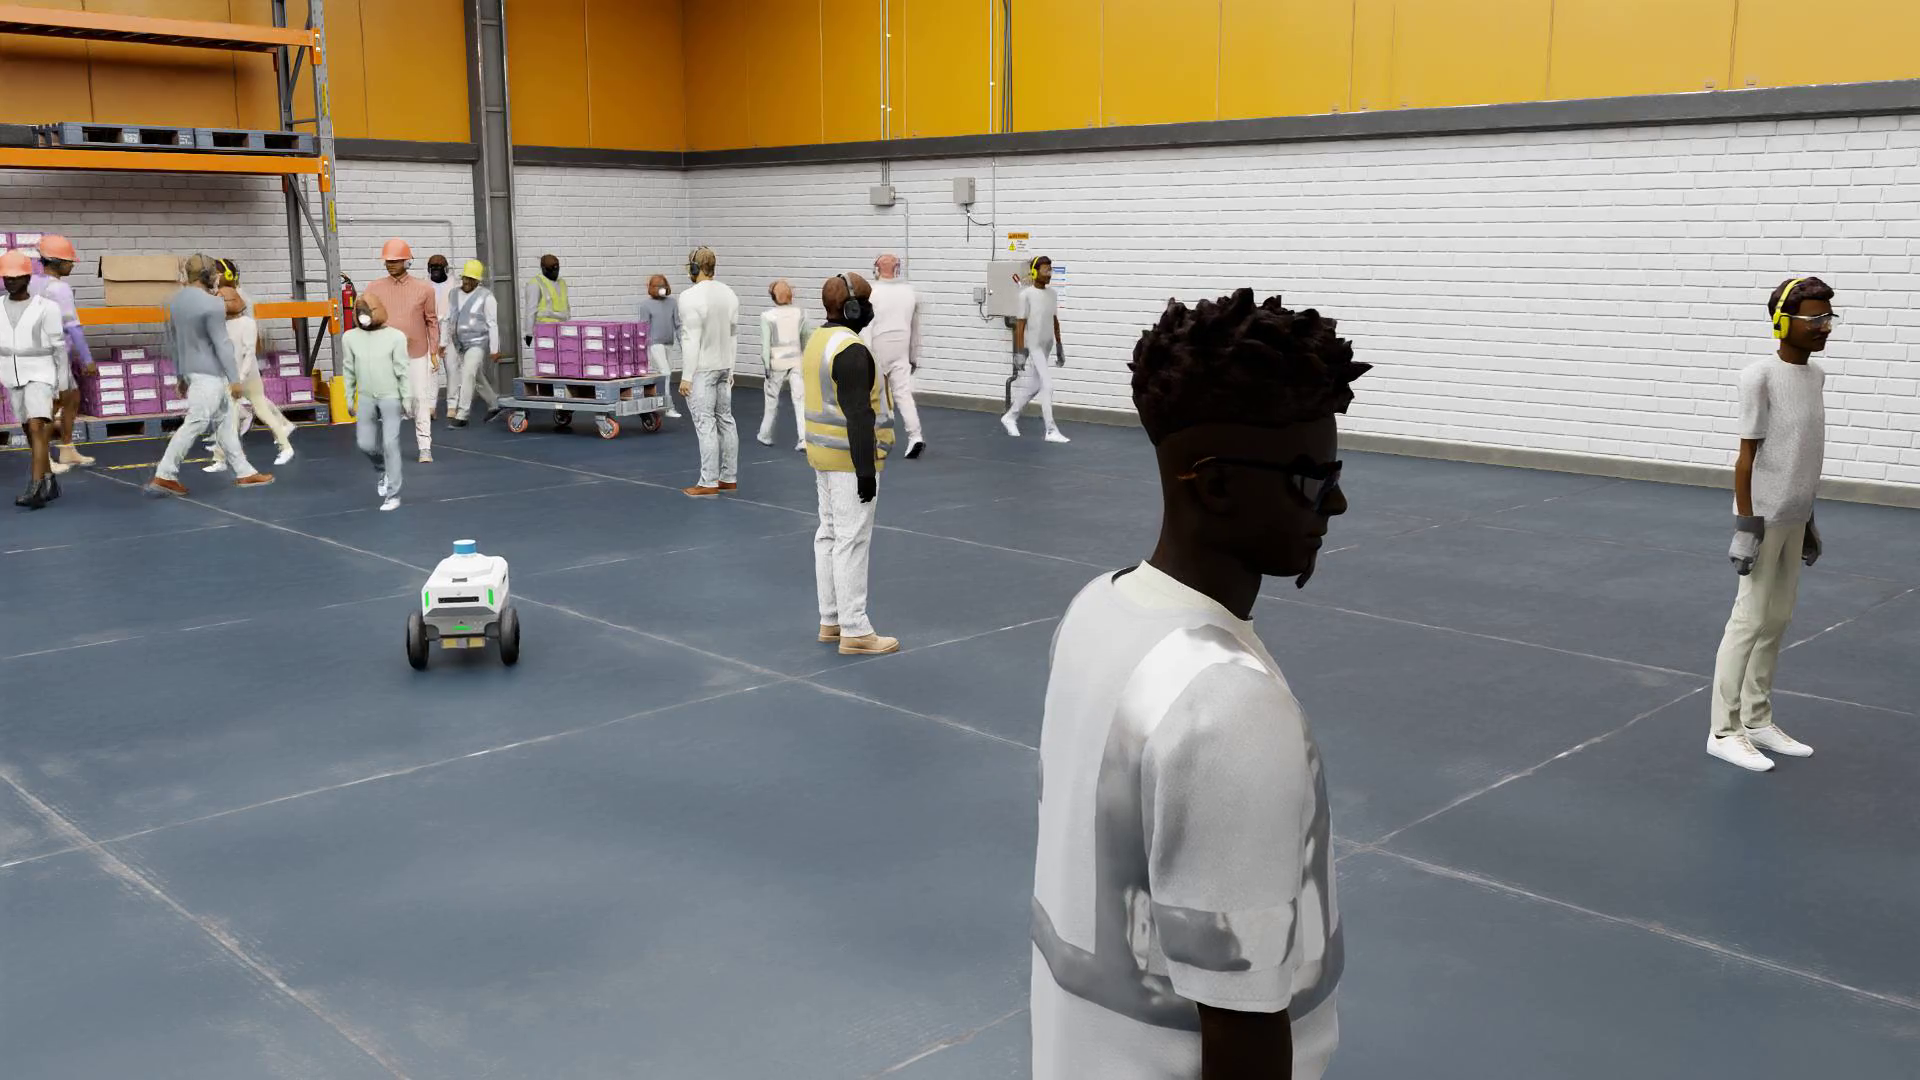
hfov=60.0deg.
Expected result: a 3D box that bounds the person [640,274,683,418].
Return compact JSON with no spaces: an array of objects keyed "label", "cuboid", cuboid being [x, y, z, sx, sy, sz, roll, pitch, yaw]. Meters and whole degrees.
[{"label":"person","cuboid":[-3.397,-2.186,18.655,0.732,1.602,0.508,8,13,39]}]

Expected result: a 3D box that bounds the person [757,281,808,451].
[{"label":"person","cuboid":[-1.661,-1.646,15.754,0.515,1.591,0.876,-5,11,-25]}]

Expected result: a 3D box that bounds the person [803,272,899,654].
[{"label":"person","cuboid":[-0.533,-0.371,8.107,0.429,1.846,0.625,-4,11,-22]}]

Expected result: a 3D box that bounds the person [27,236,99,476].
[{"label":"person","cuboid":[-7.592,-1.552,14.078,0.634,2.006,0.730,9,14,40]}]

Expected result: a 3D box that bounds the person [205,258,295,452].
[{"label":"person","cuboid":[-6.815,-1.778,15.895,0.509,1.821,0.918,9,13,39]}]

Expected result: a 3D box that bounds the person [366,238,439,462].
[{"label":"person","cuboid":[-4.956,-1.658,14.801,0.622,1.958,0.387,-2,11,-11]}]

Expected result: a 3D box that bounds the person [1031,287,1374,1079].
[{"label":"person","cuboid":[0.273,0.686,2.010,0.362,1.962,0.614,-2,11,-11]}]

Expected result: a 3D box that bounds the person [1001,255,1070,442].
[{"label":"person","cuboid":[0.752,-1.910,16.535,0.912,1.838,0.525,9,14,42]}]

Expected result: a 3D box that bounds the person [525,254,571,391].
[{"label":"person","cuboid":[-4.849,-2.463,19.672,0.711,1.822,0.658,4,11,22]}]

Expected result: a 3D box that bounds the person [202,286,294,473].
[{"label":"person","cuboid":[-6.224,-1.410,14.468,0.498,1.589,0.862,4,11,20]}]

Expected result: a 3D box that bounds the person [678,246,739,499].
[{"label":"person","cuboid":[-1.942,-1.286,12.836,0.354,1.937,0.635,6,12,28]}]

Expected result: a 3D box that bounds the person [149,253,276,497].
[{"label":"person","cuboid":[-5.939,-1.296,13.035,0.646,1.894,1.022,9,14,41]}]

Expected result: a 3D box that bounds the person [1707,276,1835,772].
[{"label":"person","cuboid":[3.132,-0.063,6.358,0.535,1.869,0.312,-8,13,-36]}]

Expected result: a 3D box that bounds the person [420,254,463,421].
[{"label":"person","cuboid":[-5.679,-2.209,18.202,0.638,1.808,0.812,-2,11,-9]}]

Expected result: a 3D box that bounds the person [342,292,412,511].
[{"label":"person","cuboid":[-4.300,-1.039,12.365,0.525,1.614,0.453,0,10,2]}]

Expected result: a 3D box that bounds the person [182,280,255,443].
[{"label":"person","cuboid":[-7.289,-1.763,16.292,0.554,1.614,0.441,10,14,42]}]

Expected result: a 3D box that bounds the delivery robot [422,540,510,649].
[{"label":"delivery robot","cuboid":[-2.376,0.243,8.017,0.477,0.478,0.707,-2,10,-10]}]

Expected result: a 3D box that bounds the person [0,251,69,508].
[{"label":"person","cuboid":[-6.994,-1.181,12.359,0.557,1.894,0.944,0,10,-2]}]

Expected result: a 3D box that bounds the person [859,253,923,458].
[{"label":"person","cuboid":[-0.633,-1.683,15.208,0.655,1.869,0.959,-6,12,-31]}]

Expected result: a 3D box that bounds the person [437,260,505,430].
[{"label":"person","cuboid":[-5.139,-2.083,17.647,0.605,1.772,0.896,6,12,29]}]
